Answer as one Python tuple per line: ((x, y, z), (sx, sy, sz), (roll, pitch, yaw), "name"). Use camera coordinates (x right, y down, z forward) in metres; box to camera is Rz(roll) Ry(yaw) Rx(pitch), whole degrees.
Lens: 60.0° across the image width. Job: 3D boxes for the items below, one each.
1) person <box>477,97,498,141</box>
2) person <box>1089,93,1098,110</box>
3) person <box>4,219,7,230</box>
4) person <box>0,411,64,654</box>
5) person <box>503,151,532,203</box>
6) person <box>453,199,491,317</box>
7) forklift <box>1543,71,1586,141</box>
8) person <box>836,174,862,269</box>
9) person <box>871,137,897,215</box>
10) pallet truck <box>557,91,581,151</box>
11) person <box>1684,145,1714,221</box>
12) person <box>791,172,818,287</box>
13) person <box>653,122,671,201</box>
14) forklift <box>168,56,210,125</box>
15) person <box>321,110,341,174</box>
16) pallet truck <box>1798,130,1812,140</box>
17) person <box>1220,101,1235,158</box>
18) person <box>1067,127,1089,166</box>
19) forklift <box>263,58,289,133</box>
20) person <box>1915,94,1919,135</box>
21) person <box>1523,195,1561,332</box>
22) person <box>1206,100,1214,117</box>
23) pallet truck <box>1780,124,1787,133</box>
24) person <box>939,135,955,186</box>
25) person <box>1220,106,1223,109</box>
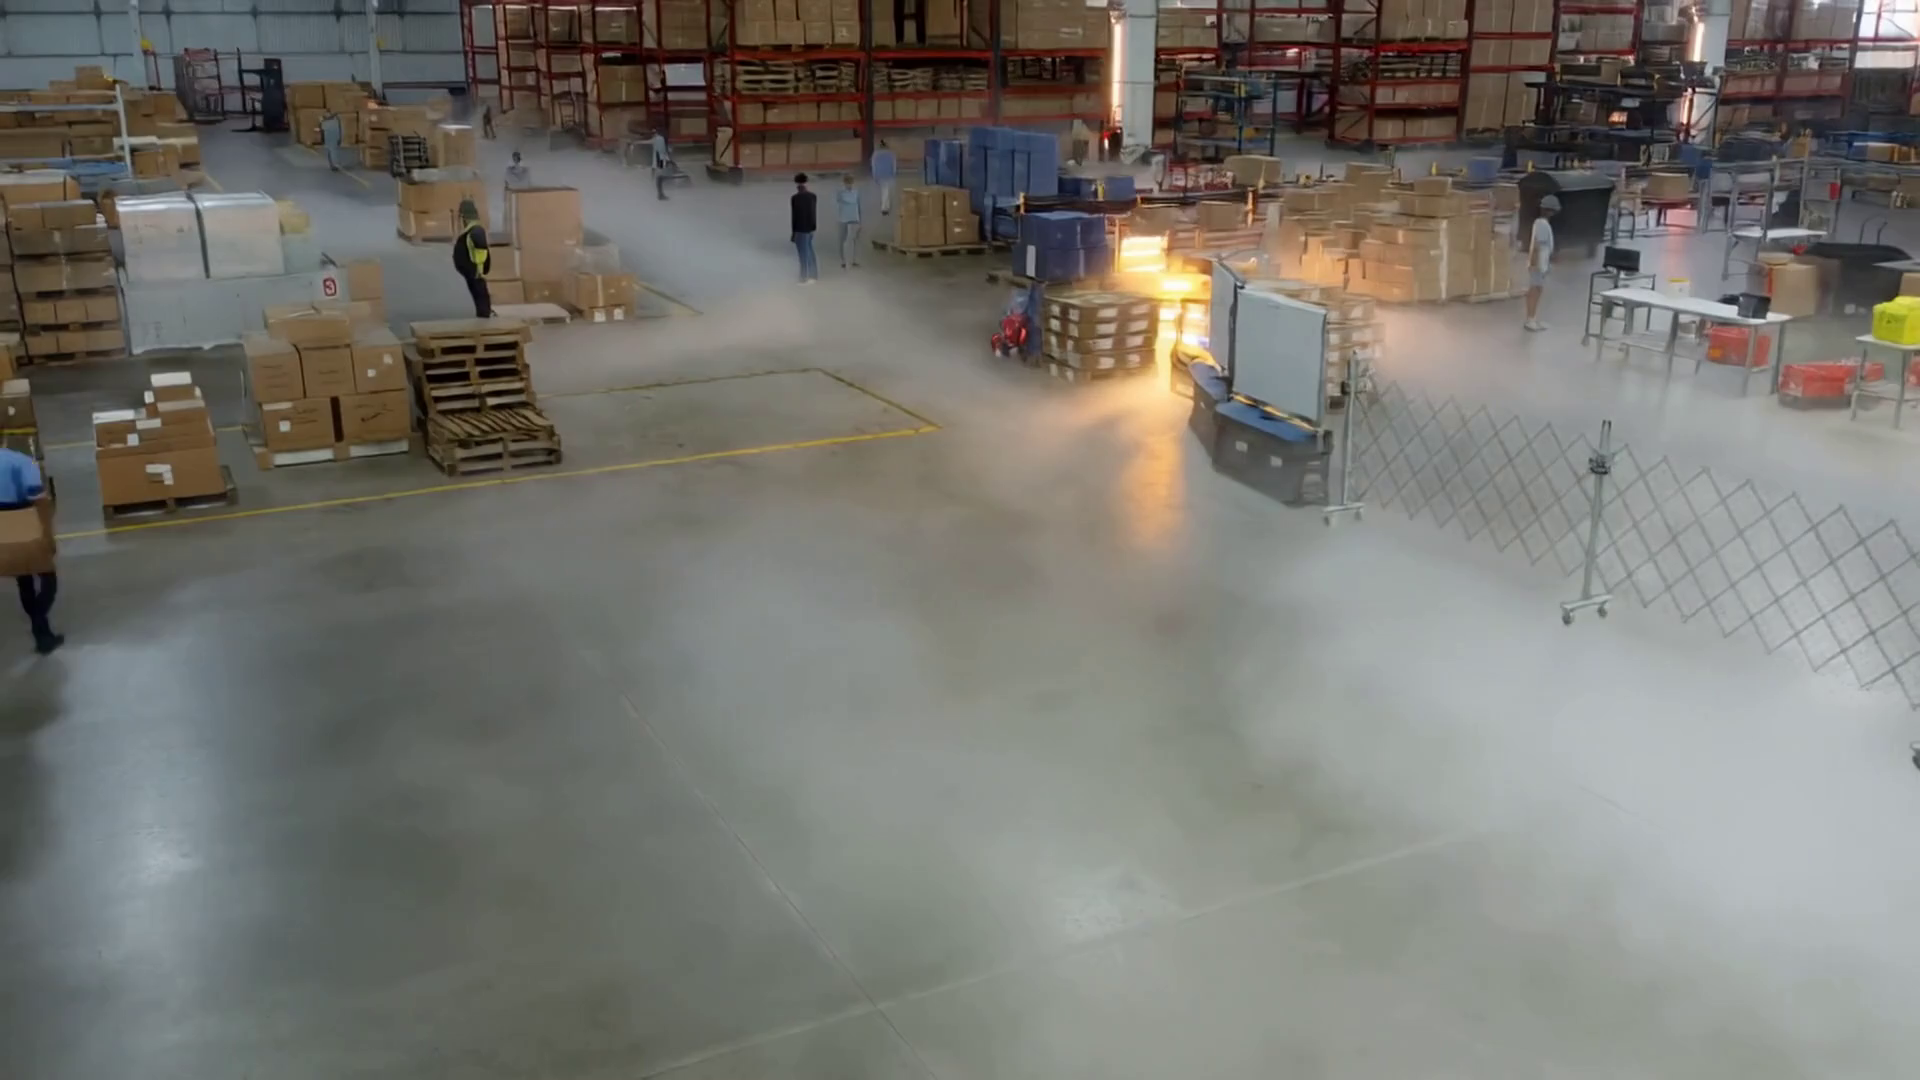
((-17.418, -15.466, 61.121), (0.870, 1.592, 0.525), (3, 18, 10), "person")
((5.536, -18.139, 69.288), (0.318, 1.700, 0.535), (-16, 24, -41), "person")
((-20.240, -7.133, 34.713), (0.332, 1.865, 0.520), (4, 18, 12), "person")
((-7.150, -0.051, 12.582), (0.582, 1.888, 0.579), (-3, 18, -10), "person")
((-9.245, -7.181, 34.834), (0.545, 1.881, 1.012), (2, 18, 6), "person")
((-7.293, -4.072, 24.881), (0.536, 2.000, 0.680), (-7, 19, -22), "person")
((18.685, -13.231, 52.085), (1.873, 2.768, 1.129), (-9, 20, -26), "forklift")
((-2.084, -6.019, 31.396), (0.534, 1.767, 0.313), (-12, 21, -33), "person")
((-1.786, -8.647, 39.498), (0.620, 1.815, 0.610), (1, 18, 5), "person")
((-13.495, -14.412, 57.188), (0.823, 1.965, 1.885), (-3, 18, -9), "pallet truck")
((17.133, -8.225, 38.319), (0.580, 1.747, 0.539), (-4, 18, -12), "person")
((-2.748, -5.454, 29.266), (0.377, 1.995, 0.608), (13, 22, 35), "person")
((-7.607, -9.628, 42.324), (0.368, 1.966, 0.603), (0, 18, -1), "person")
((-32.201, -18.537, 68.626), (1.873, 2.768, 1.129), (-9, 20, -26), "forklift")
((-18.643, -11.797, 49.268), (0.557, 1.852, 0.409), (-3, 18, -8), "person")
((25.526, -11.556, 49.408), (1.630, 1.274, 0.653), (-9, 20, -26), "pallet truck")
((8.579, -13.226, 53.676), (0.646, 1.889, 0.586), (-6, 19, -17), "person")
((3.171, -10.205, 44.565), (0.552, 1.692, 0.381), (12, 21, 33), "person")
((-26.811, -17.490, 65.362), (1.873, 2.768, 1.129), (-16, 24, -41), "forklift")
((36.977, -16.485, 63.757), (0.660, 1.925, 0.536), (3, 18, 9), "person")
((8.860, -4.212, 25.320), (0.378, 2.040, 0.607), (3, 18, 10), "person")
((10.136, -17.427, 66.939), (0.942, 1.787, 0.617), (-9, 20, -25), "person")
((25.206, -12.542, 52.601), (1.601, 1.201, 0.680), (0, 18, -2), "pallet truck")
((-0.374, -9.330, 41.867), (0.711, 1.673, 0.536), (-13, 22, -35), "person")
((8.958, -14.029, 56.637), (0.543, 1.606, 0.474), (4, 18, 12), "person")
